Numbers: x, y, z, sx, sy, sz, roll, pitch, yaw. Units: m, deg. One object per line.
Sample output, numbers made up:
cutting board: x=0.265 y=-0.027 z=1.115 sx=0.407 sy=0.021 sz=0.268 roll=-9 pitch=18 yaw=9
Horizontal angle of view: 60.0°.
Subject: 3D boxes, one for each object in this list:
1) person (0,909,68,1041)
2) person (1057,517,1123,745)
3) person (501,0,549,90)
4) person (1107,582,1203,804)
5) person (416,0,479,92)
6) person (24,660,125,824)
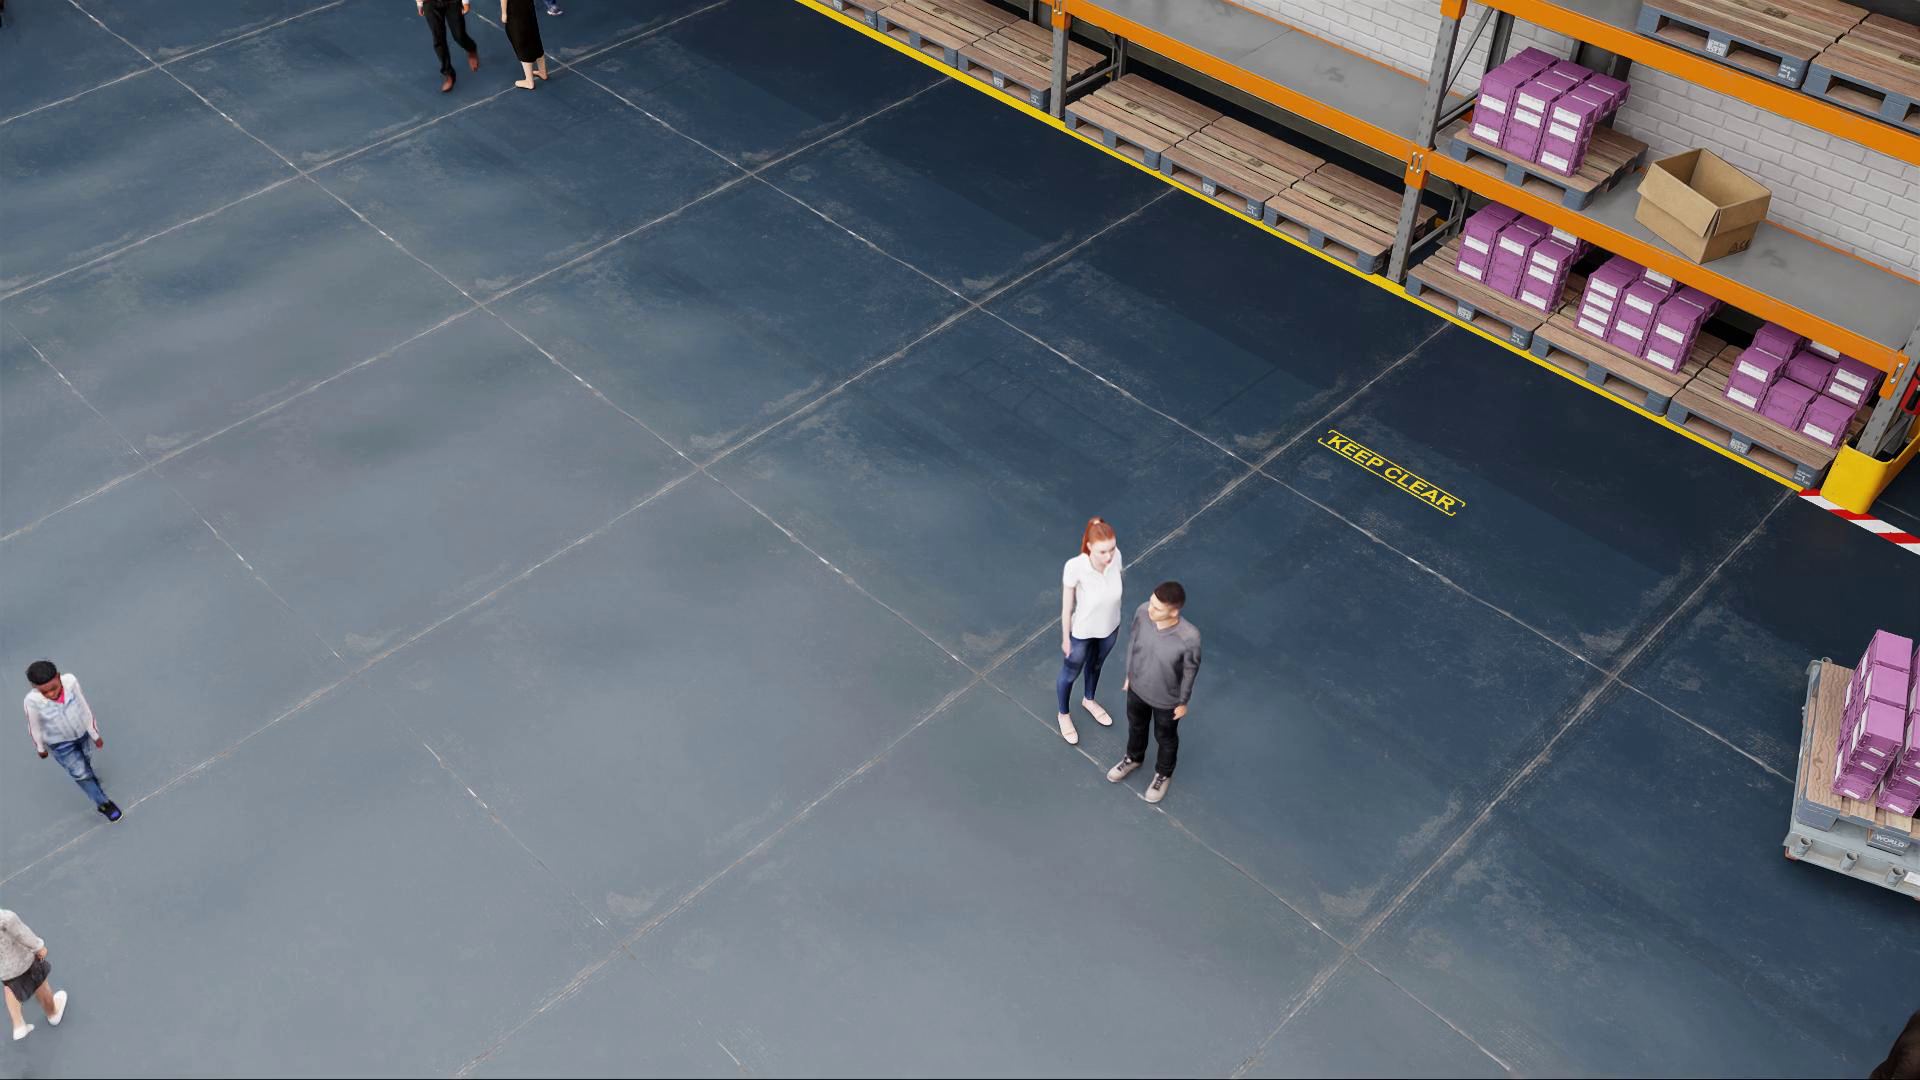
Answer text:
person: x=-5.070 y=2.255 z=8.832 sx=0.667 sy=1.266 sz=0.735 roll=-4 pitch=44 yaw=-5
person: x=0.802 y=0.535 z=10.296 sx=0.622 sy=1.737 sz=0.610 roll=-21 pitch=47 yaw=-20
person: x=-4.362 y=-5.271 z=16.472 sx=0.636 sy=1.625 sz=0.620 roll=22 pitch=48 yaw=22
person: x=1.180 y=0.877 z=9.921 sx=0.487 sy=1.761 sz=0.689 roll=30 pitch=51 yaw=27
person: x=-5.120 y=-5.387 z=16.514 sx=0.963 sy=1.736 sz=1.031 roll=0 pitch=44 yaw=0
person: x=-5.418 y=1.125 z=10.052 sx=0.859 sy=1.221 sz=0.567 roll=33 pitch=52 yaw=30
